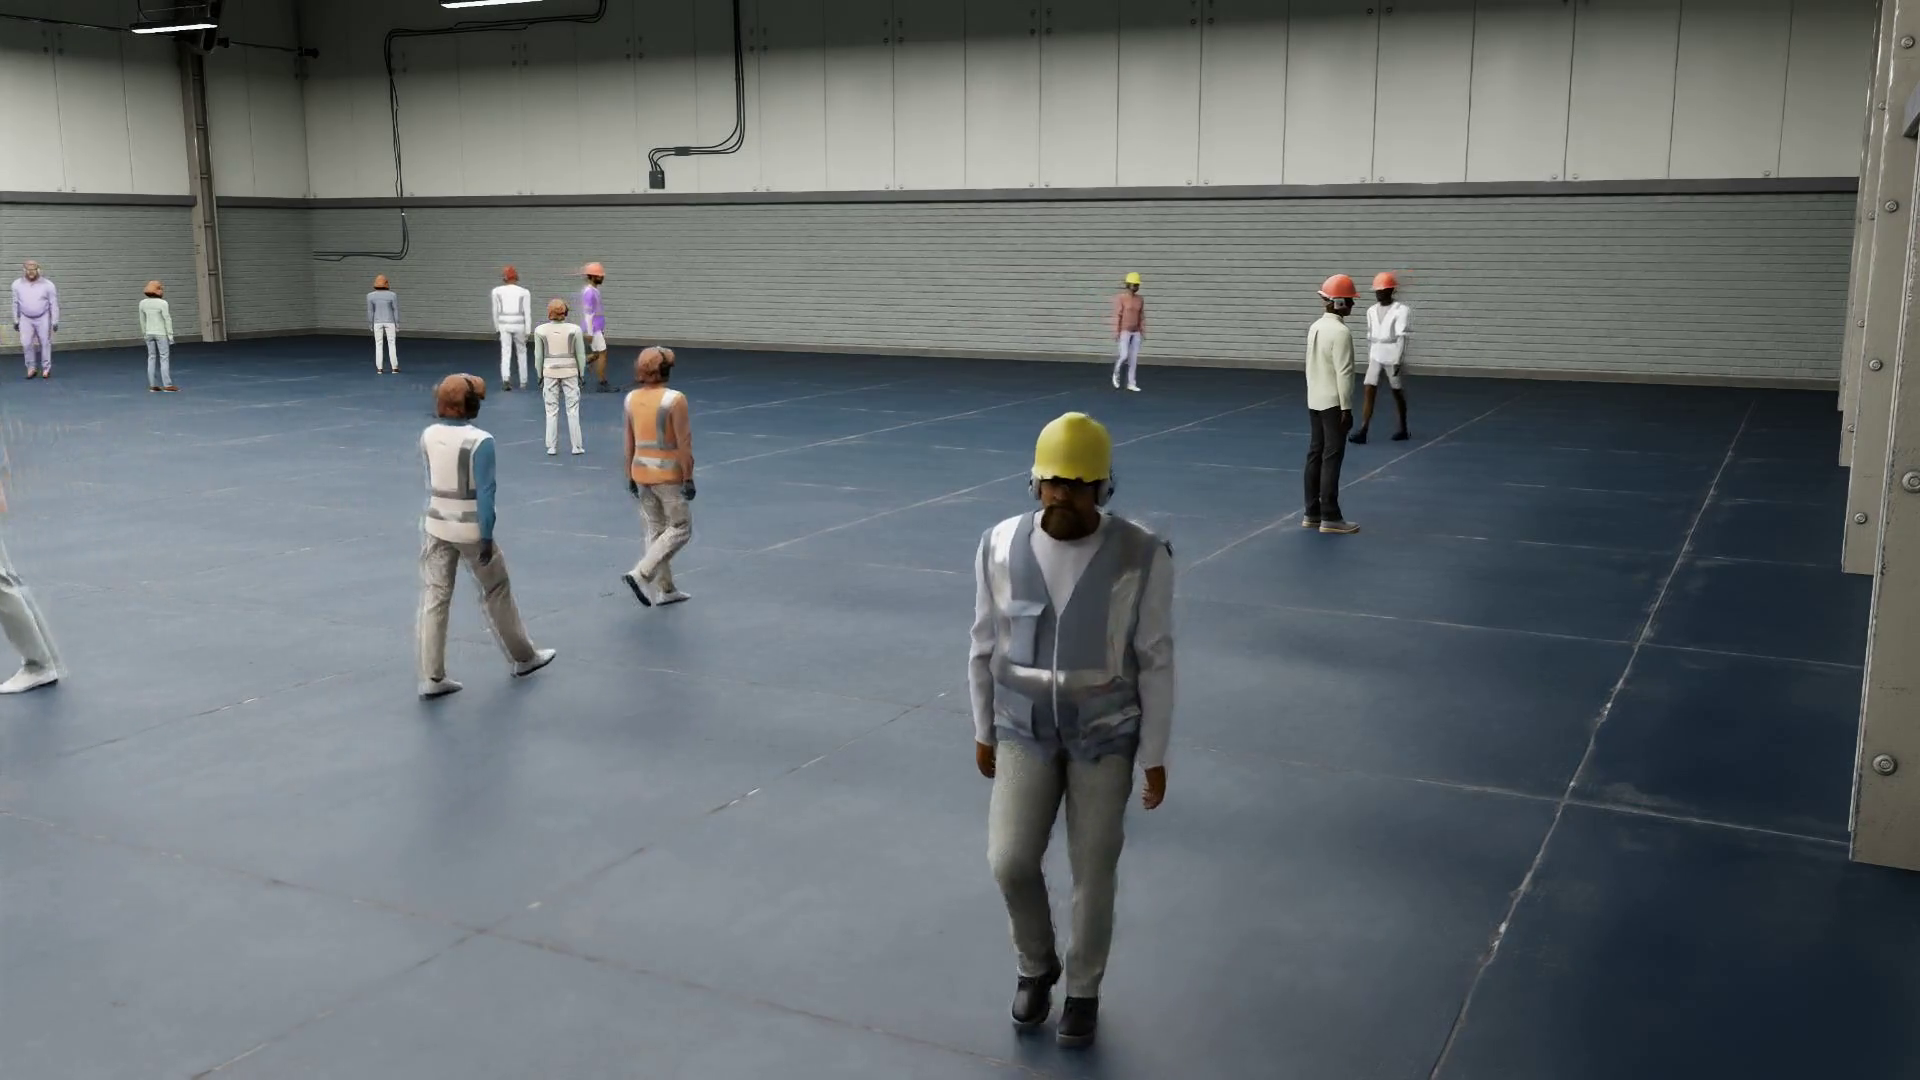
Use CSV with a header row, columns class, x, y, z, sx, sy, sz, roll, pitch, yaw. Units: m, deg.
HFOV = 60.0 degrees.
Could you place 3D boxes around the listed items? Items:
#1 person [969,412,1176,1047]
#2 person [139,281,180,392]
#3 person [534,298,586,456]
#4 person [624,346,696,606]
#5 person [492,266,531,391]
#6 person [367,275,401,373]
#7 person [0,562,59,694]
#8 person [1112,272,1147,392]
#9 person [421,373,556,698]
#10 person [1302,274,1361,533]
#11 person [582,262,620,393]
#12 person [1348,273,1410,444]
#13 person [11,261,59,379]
class,x,y,z,sx,sy,sz,roll,pitch,yaw
person,0.307,0.541,4.695,0.618,1.814,0.433,3,11,14
person,-11.809,-2.986,24.480,0.510,1.638,0.331,3,11,14
person,-4.174,-1.697,17.393,0.522,1.640,0.306,-1,10,-8
person,-1.867,-0.373,10.194,0.526,1.624,0.531,8,13,36
person,-6.677,-3.152,24.797,0.558,1.852,0.912,-2,11,-11
person,-9.604,-3.593,27.748,0.499,1.633,0.286,-2,11,-9
person,-5.016,-0.122,8.159,0.972,1.876,0.603,-8,13,-39
person,2.503,-3.067,24.518,0.551,1.752,0.393,-6,12,-31
person,-2.450,-0.040,8.428,0.531,1.599,0.819,6,12,30
person,2.895,-1.057,12.933,0.381,1.994,0.621,-3,11,-13
person,-5.404,-3.091,24.255,0.740,1.913,0.550,-1,10,-8
person,4.716,-2.011,18.447,0.986,1.891,0.562,-10,14,-43
person,-14.824,-3.520,26.657,0.674,1.882,0.677,-4,11,-19
